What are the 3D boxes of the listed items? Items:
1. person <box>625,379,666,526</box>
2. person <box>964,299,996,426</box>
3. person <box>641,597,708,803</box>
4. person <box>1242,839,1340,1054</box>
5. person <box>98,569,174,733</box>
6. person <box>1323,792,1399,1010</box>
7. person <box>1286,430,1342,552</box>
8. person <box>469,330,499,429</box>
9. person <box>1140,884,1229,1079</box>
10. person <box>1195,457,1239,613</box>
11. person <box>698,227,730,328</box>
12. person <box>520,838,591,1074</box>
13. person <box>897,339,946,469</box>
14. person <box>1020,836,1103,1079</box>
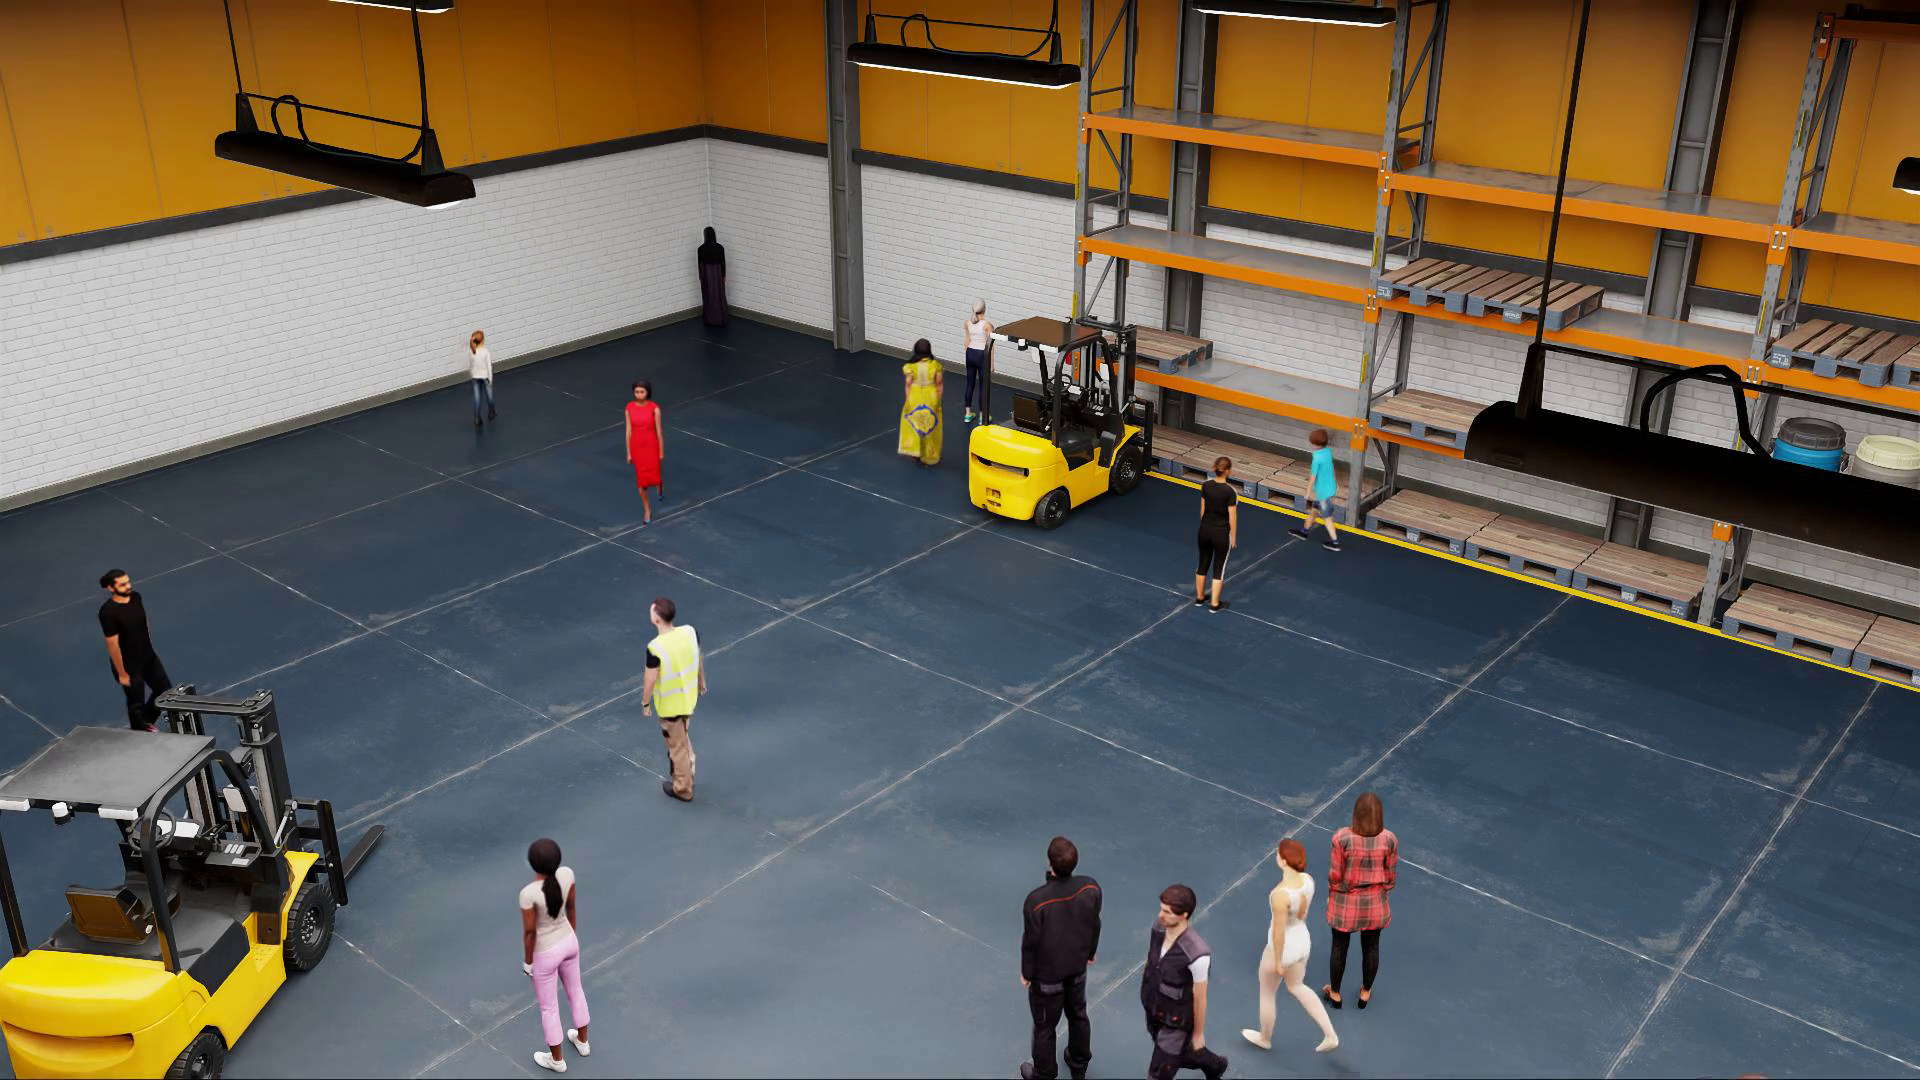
[{"bbox_3d":[-3.623,-1.050,19.235,0.836,1.727,0.873,1,24,2],"label":"person"},{"bbox_3d":[0.239,-2.402,22.361,0.511,1.699,0.683,14,27,29],"label":"person"},{"bbox_3d":[-2.288,1.330,13.658,0.768,1.832,0.744,17,29,33],"label":"person"},{"bbox_3d":[2.201,2.689,10.801,0.886,1.629,0.622,20,30,37],"label":"person"},{"bbox_3d":[-7.232,1.040,14.426,0.775,1.749,0.759,5,24,11],"label":"person"},{"bbox_3d":[2.705,2.441,11.282,0.677,1.699,0.761,1,24,2],"label":"person"},{"bbox_3d":[4.103,-0.551,18.491,0.910,1.408,0.666,18,29,35],"label":"person"},{"bbox_3d":[-6.439,-2.137,22.259,0.885,1.296,0.871,2,24,4],"label":"person"},{"bbox_3d":[1.379,2.866,10.158,0.979,1.820,1.137,-12,26,-26],"label":"person"},{"bbox_3d":[2.616,-0.069,17.062,0.461,1.669,0.640,20,30,38],"label":"person"},{"bbox_3d":[-3.966,-4.220,26.627,0.708,1.614,0.755,-5,24,-11],"label":"person"},{"bbox_3d":[-2.626,2.656,10.743,0.516,1.737,0.570,17,29,34],"label":"person"},{"bbox_3d":[-0.450,-1.686,20.791,0.930,1.644,0.990,-2,24,-5],"label":"person"},{"bbox_3d":[0.628,2.689,10.540,0.799,1.839,0.732,-12,26,-25],"label":"person"}]
